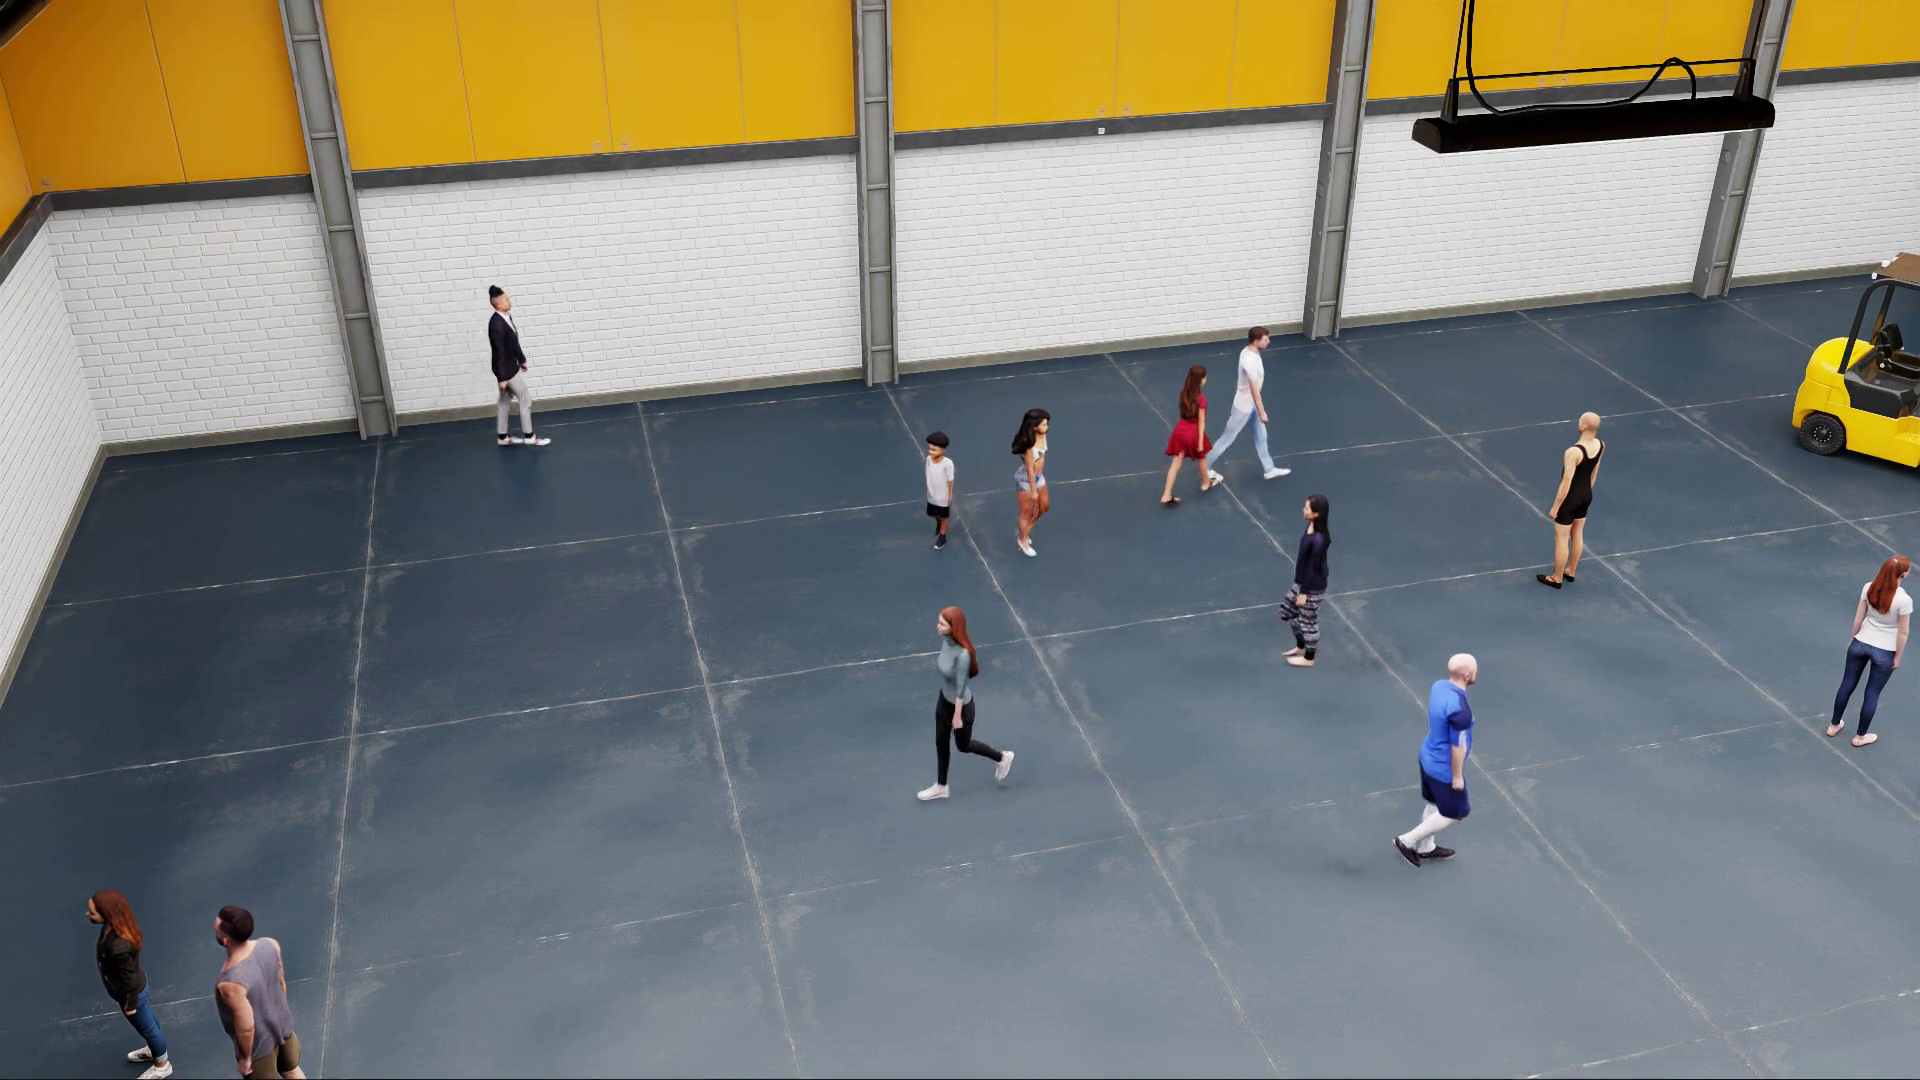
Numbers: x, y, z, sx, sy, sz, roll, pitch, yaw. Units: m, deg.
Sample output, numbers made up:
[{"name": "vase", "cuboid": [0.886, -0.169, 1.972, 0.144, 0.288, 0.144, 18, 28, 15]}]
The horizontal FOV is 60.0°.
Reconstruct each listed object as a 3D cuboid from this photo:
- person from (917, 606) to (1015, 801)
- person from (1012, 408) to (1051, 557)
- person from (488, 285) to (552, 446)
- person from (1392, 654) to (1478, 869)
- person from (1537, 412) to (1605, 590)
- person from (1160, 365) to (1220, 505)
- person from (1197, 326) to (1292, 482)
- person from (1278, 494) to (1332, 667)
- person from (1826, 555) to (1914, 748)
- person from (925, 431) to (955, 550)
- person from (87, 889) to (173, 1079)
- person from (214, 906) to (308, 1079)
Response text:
[{"name": "person", "cuboid": [0.049, 1.283, 12.984, 1.040, 1.727, 0.636, -10, 30, -17]}, {"name": "person", "cuboid": [0.632, -0.578, 16.519, 0.757, 1.608, 0.695, 17, 33, 28]}, {"name": "person", "cuboid": [-5.188, -1.940, 18.675, 0.894, 1.935, 0.802, -3, 29, -6]}, {"name": "person", "cuboid": [3.477, 1.648, 12.212, 0.839, 1.824, 0.777, 0, 29, -1]}, {"name": "person", "cuboid": [5.897, -0.388, 15.953, 0.570, 1.816, 0.771, -18, 33, -29]}, {"name": "person", "cuboid": [2.360, -1.070, 17.528, 1.144, 1.506, 0.893, -23, 36, -36]}, {"name": "person", "cuboid": [2.959, -1.405, 17.839, 1.321, 1.796, 1.017, 4, 29, 8]}, {"name": "person", "cuboid": [3.167, 0.370, 14.656, 0.727, 1.727, 0.717, 3, 29, 6]}, {"name": "person", "cuboid": [7.504, 0.900, 13.671, 0.651, 1.740, 0.638, -21, 35, -34]}, {"name": "person", "cuboid": [-0.175, -0.537, 16.819, 0.653, 1.249, 0.710, 13, 31, 23]}, {"name": "person", "cuboid": [-5.231, 2.789, 10.477, 0.603, 1.483, 0.616, -17, 33, -28]}, {"name": "person", "cuboid": [-4.064, 2.860, 9.675, 0.729, 1.847, 0.717, 5, 29, 10]}]
